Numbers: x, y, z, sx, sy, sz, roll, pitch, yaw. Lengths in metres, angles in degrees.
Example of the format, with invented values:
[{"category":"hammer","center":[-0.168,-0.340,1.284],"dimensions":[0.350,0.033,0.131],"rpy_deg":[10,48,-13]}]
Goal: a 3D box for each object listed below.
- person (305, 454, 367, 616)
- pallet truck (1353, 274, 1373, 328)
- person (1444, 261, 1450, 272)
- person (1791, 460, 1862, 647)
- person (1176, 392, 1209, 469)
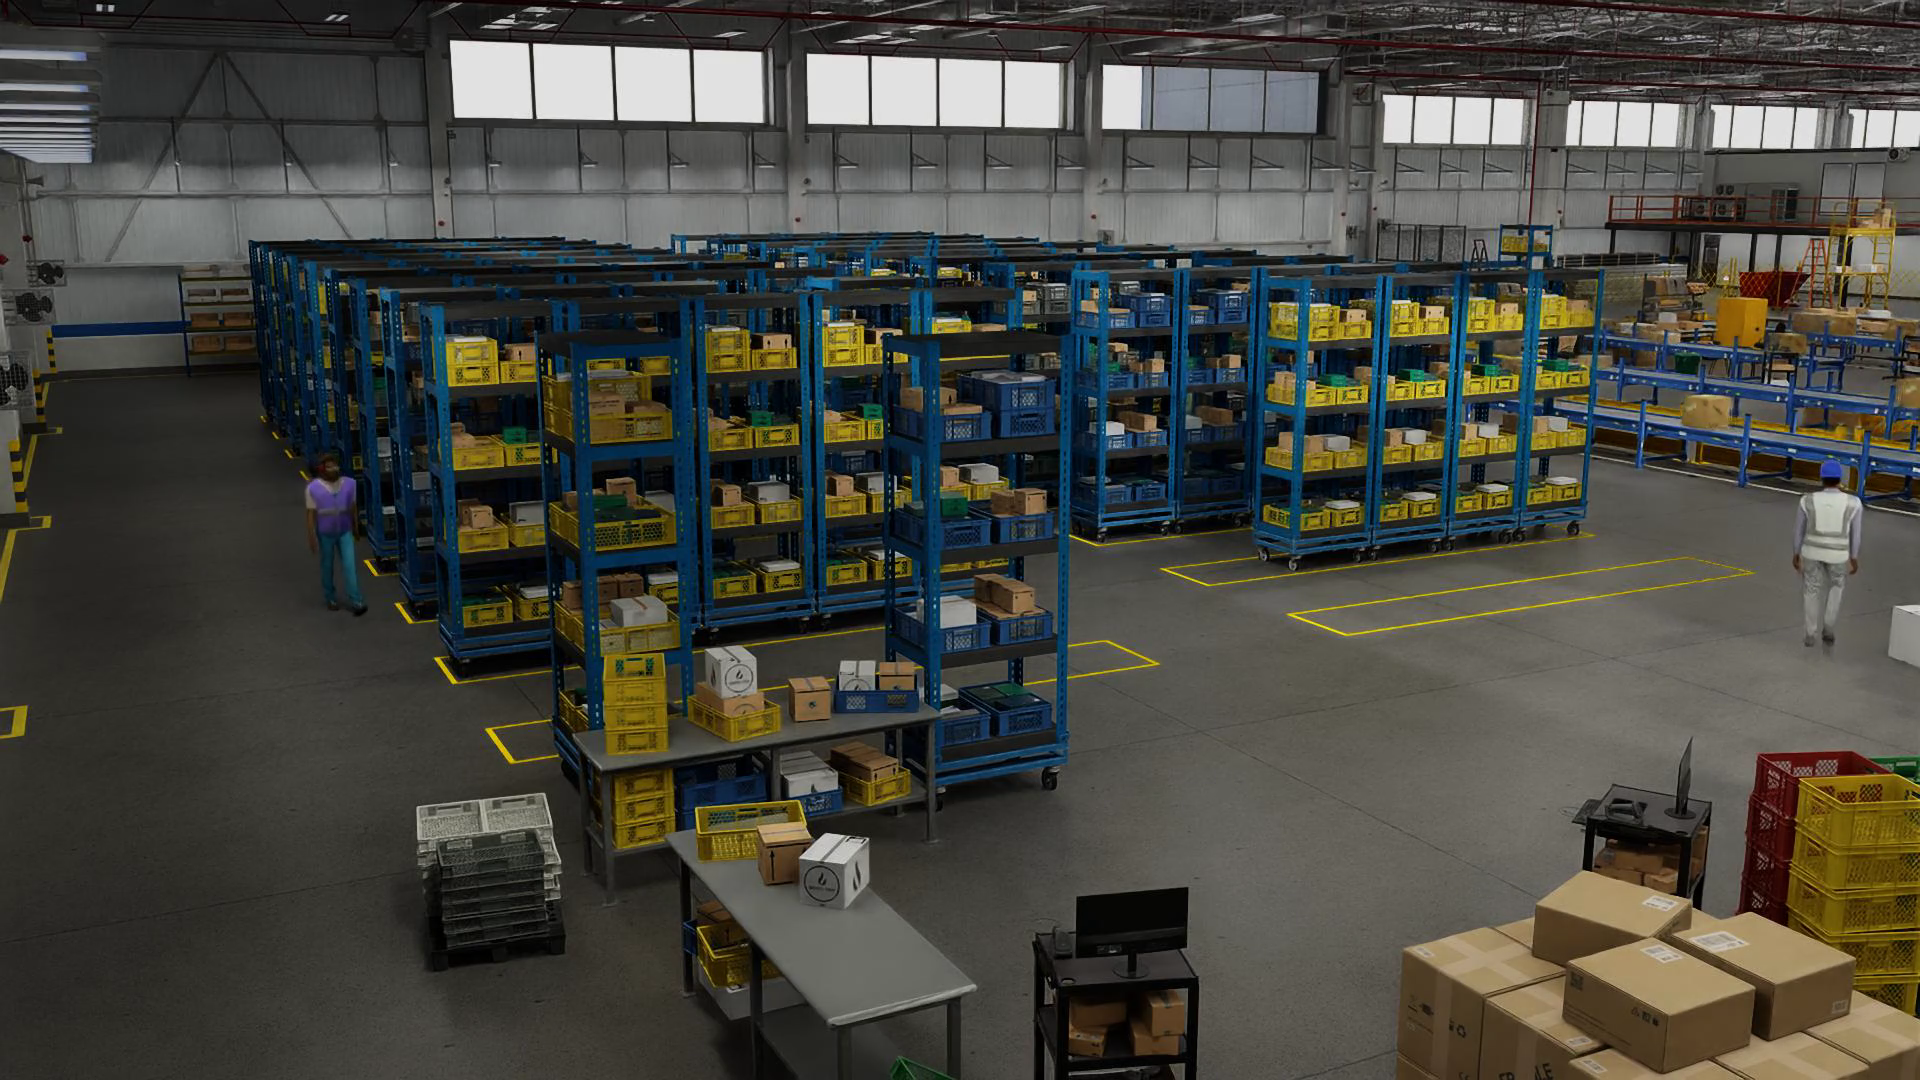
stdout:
[{"category":"person","center":[-6.857,-0.053,18.297],"dimensions":[0.593,1.794,0.982],"rpy_deg":[-9,15,-36]},{"category":"pallet truck","center":[13.011,-8.050,55.243],"dimensions":[0.823,1.965,1.885],"rpy_deg":[-7,14,-28]},{"category":"person","center":[17.247,-8.859,58.966],"dimensions":[0.704,2.024,0.616],"rpy_deg":[11,16,42]},{"category":"person","center":[8.917,0.130,17.148],"dimensions":[0.635,1.921,0.618],"rpy_deg":[6,14,27]},{"category":"person","center":[3.772,-1.930,27.126],"dimensions":[0.922,1.791,0.585],"rpy_deg":[-11,16,-42]}]
